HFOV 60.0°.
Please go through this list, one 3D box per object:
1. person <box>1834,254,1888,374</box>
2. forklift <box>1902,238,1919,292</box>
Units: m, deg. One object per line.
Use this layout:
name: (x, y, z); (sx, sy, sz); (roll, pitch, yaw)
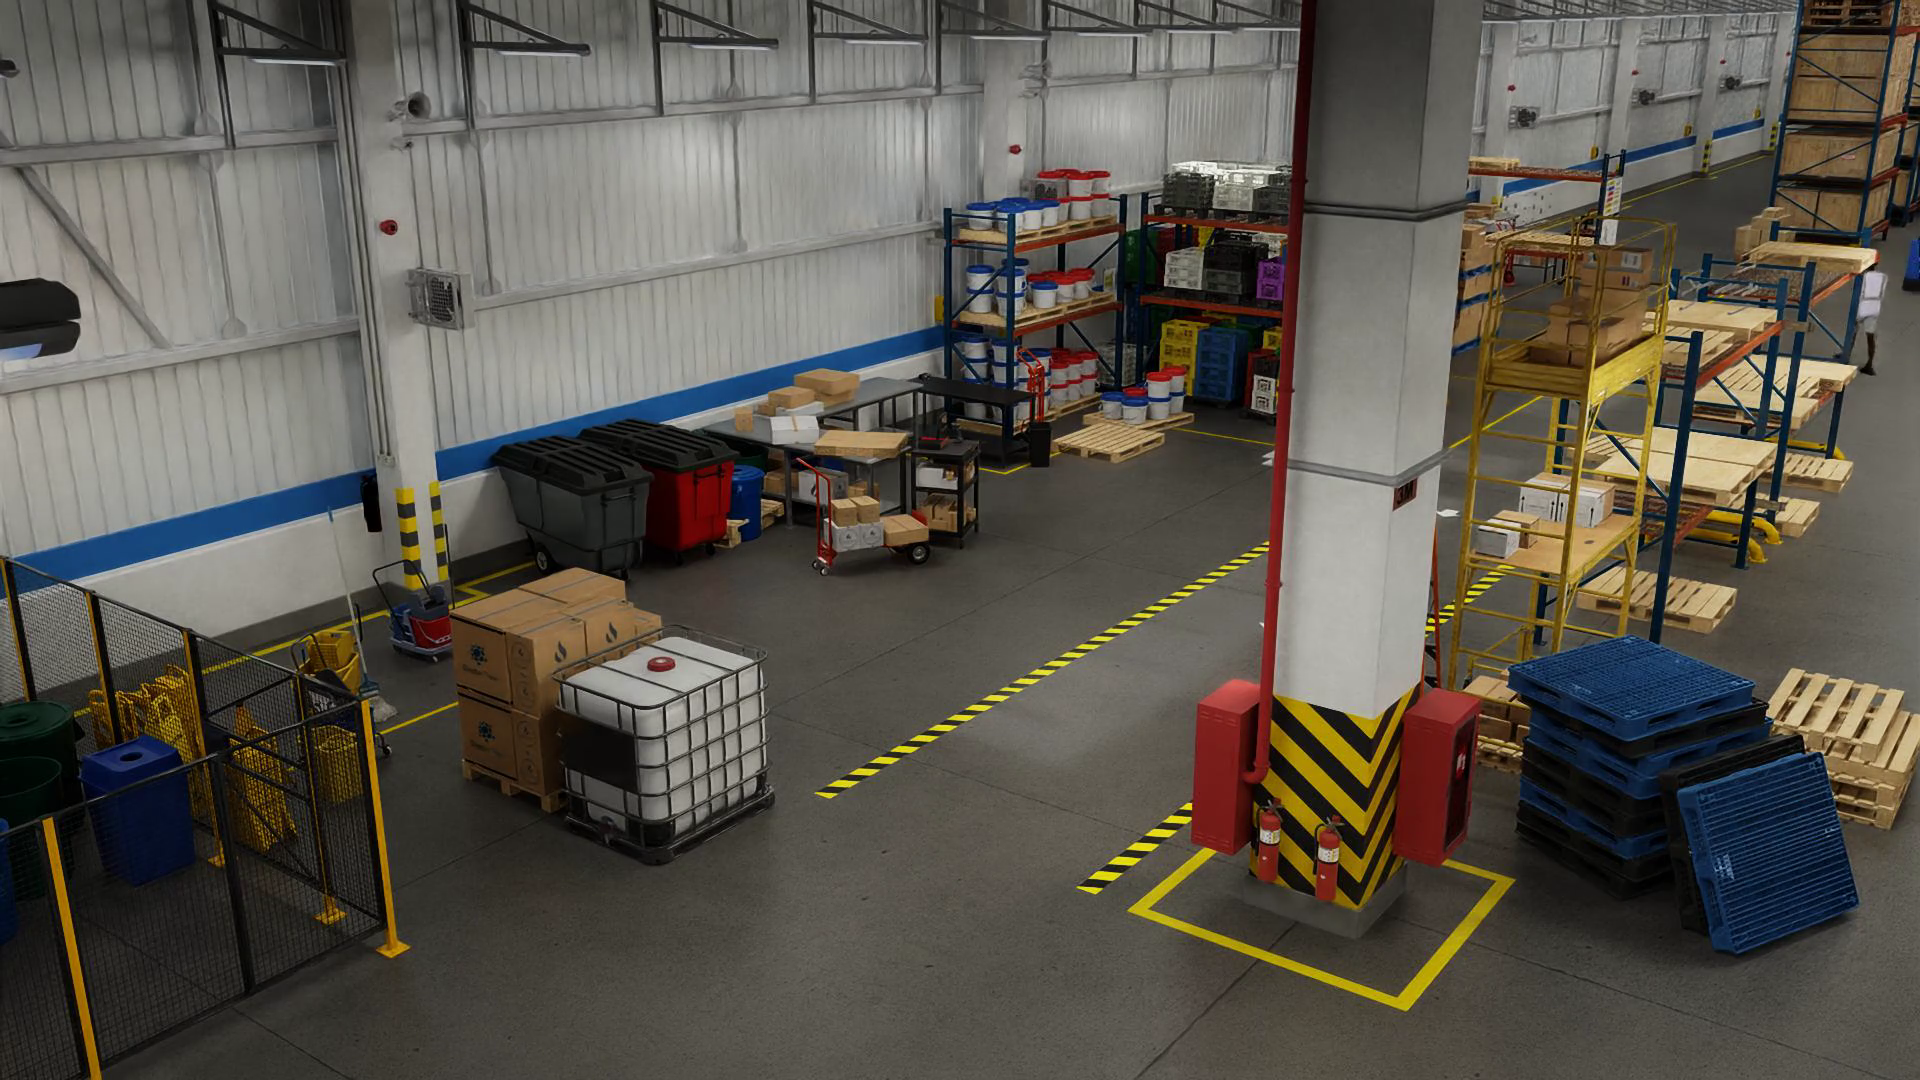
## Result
person: (14.268, -3.598, 26.220); (0.553, 1.889, 0.985); (1, 18, 4)
forklift: (19.874, -6.323, 32.971); (1.873, 2.768, 1.129); (-12, 22, -33)
